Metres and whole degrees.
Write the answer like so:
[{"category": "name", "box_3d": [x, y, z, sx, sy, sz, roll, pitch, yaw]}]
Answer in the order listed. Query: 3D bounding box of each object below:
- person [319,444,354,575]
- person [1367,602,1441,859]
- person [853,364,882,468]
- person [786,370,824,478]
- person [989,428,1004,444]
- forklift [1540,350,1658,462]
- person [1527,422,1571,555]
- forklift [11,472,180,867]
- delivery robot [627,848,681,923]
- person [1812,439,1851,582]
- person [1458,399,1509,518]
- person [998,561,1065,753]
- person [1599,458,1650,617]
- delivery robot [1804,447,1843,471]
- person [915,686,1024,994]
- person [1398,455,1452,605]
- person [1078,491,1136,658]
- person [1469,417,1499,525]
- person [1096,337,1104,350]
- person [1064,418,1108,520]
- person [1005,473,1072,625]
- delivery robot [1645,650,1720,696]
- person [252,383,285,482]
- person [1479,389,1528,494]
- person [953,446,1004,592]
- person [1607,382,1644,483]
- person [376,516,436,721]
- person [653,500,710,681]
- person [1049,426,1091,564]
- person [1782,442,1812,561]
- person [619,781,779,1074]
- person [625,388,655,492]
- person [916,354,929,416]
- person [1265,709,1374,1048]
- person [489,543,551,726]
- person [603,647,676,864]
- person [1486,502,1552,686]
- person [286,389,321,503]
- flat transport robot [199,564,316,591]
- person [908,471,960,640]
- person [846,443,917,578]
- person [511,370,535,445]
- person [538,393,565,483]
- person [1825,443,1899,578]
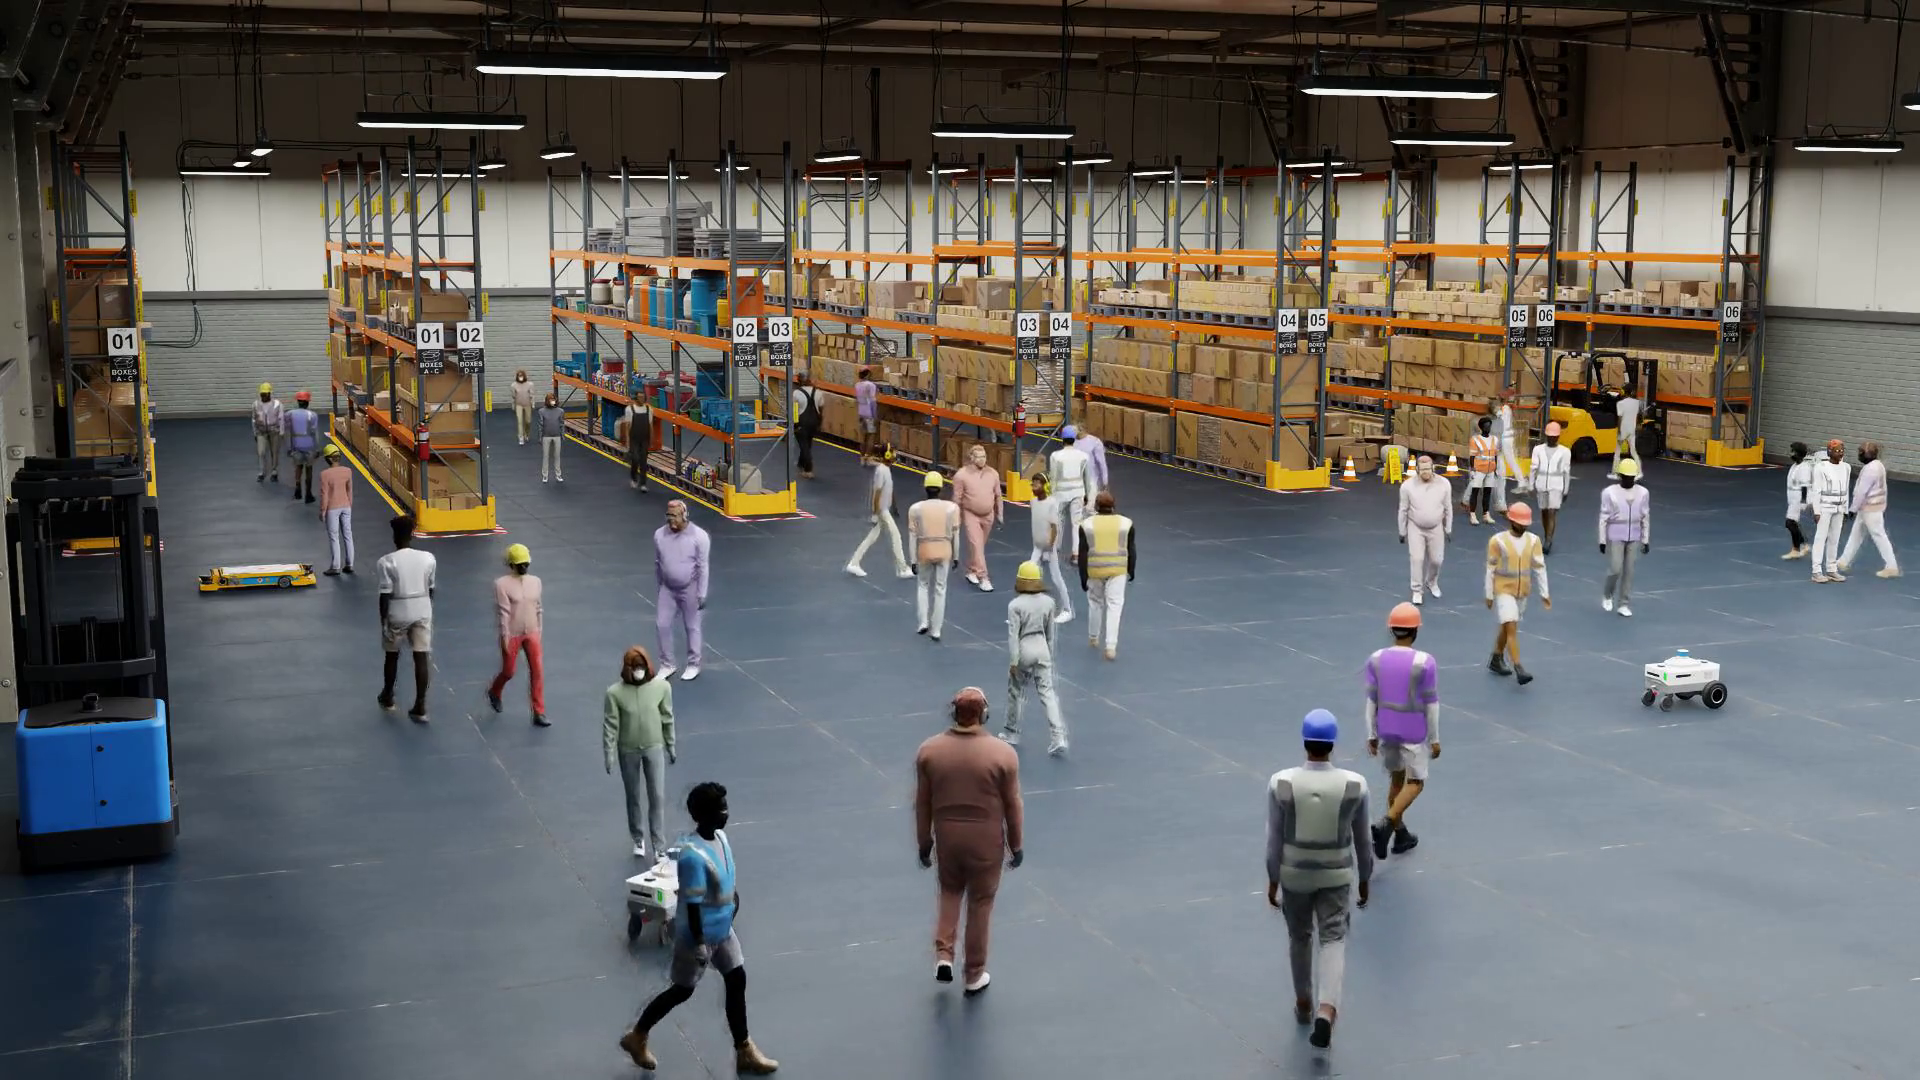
[{"category": "person", "box_3d": [-8.404, -0.412, 28.195, 0.321, 1.761, 0.522, 6, 10, 34]}, {"category": "person", "box_3d": [3.239, 1.417, 15.485, 0.557, 1.918, 0.764, 8, 11, 42]}, {"category": "person", "box_3d": [-1.800, -2.416, 40.796, 0.391, 2.002, 0.723, -7, 11, -41]}, {"category": "person", "box_3d": [-2.975, -2.193, 39.272, 0.702, 2.000, 0.984, -6, 11, -36]}, {"category": "person", "box_3d": [0.764, -2.849, 44.239, 0.591, 1.821, 0.412, -2, 9, -11]}, {"category": "forklift", "box_3d": [12.897, -2.725, 42.309, 2.313, 2.155, 1.214, -3, 9, -21]}, {"category": "person", "box_3d": [8.476, -0.762, 30.109, 0.544, 1.890, 0.996, 5, 10, 30]}, {"category": "forklift", "box_3d": [-6.630, 0.886, 15.957, 1.129, 2.768, 1.873, -3, 9, -21]}, {"category": "delivery robot", "box_3d": [-1.891, 2.297, 13.956, 0.477, 0.478, 0.707, 6, 10, 33]}, {"category": "person", "box_3d": [11.495, -0.388, 27.621, 0.578, 1.883, 0.353, -3, 9, -21]}, {"category": "person", "box_3d": [8.542, -1.343, 33.910, 0.635, 1.906, 0.973, -7, 11, -39]}, {"category": "person", "box_3d": [0.663, 1.038, 18.724, 0.497, 1.703, 0.890, -4, 10, -27]}, {"category": "person", "box_3d": [8.000, -0.034, 25.179, 0.585, 1.912, 0.409, -1, 9, -6]}, {"category": "delivery robot", "box_3d": [16.167, -1.491, 39.209, 0.707, 0.478, 0.477, -3, 9, -21]}, {"category": "person", "box_3d": [0.073, 1.828, 12.810, 0.660, 1.890, 0.425, 3, 9, 17]}, {"category": "person", "box_3d": [5.779, -0.145, 26.045, 0.670, 1.872, 0.605, 1, 9, 5]}, {"category": "person", "box_3d": [1.613, 0.358, 22.985, 0.636, 1.788, 0.982, 1, 9, 4]}, {"category": "person", "box_3d": [8.232, -1.090, 32.918, 0.537, 1.696, 0.317, -3, 9, -21]}, {"category": "person", "box_3d": [3.726, -4.456, 55.090, 0.919, 1.785, 0.589, -1, 9, -7]}, {"category": "person", "box_3d": [1.831, -0.823, 30.501, 0.730, 1.893, 0.434, 7, 11, 40]}, {"category": "person", "box_3d": [0.988, 0.111, 24.564, 1.023, 1.816, 0.532, -8, 12, -43]}, {"category": "delivery robot", "box_3d": [7.063, 1.317, 20.489, 0.707, 0.478, 0.477, -3, 9, -21]}, {"category": "person", "box_3d": [-12.658, -1.955, 38.298, 0.588, 1.802, 0.840, -2, 9, -11]}, {"category": "person", "box_3d": [9.526, -1.727, 36.732, 0.991, 1.834, 0.616, 1, 9, 6]}, {"category": "person", "box_3d": [0.248, -0.303, 27.157, 0.659, 1.860, 0.980, -4, 10, -26]}, {"category": "person", "box_3d": [12.287, -1.986, 38.488, 0.525, 1.834, 0.977, -2, 9, -13]}, {"category": "person", "box_3d": [-5.334, 0.723, 20.056, 0.596, 1.922, 0.907, -5, 10, -33]}, {"category": "person", "box_3d": [-2.885, 0.529, 21.486, 0.662, 1.883, 0.675, 2, 9, 16]}, {"category": "person", "box_3d": [1.519, -0.648, 29.295, 0.649, 1.890, 0.999, -2, 9, -12]}, {"category": "person", "box_3d": [11.681, -0.536, 29.270, 0.377, 1.677, 0.551, 1, 9, 5]}, {"category": "person", "box_3d": [-1.471, 2.132, 11.557, 0.853, 1.663, 0.538, 2, 9, 14]}, {"category": "person", "box_3d": [-5.639, -1.763, 36.935, 0.537, 1.835, 0.400, -4, 9, -25]}, {"category": "person", "box_3d": [-0.804, -3.990, 51.843, 0.646, 1.821, 0.435, 1, 9, 8]}, {"category": "person", "box_3d": [2.069, 1.931, 12.064, 0.619, 1.917, 0.872, 1, 9, 9]}, {"category": "person", "box_3d": [-4.192, 0.862, 19.786, 0.516, 1.728, 0.762, -7, 11, -40]}, {"category": "person", "box_3d": [-2.344, 1.588, 15.354, 0.530, 1.596, 0.785, -2, 9, -12]}, {"category": "person", "box_3d": [5.723, 0.535, 21.514, 0.582, 1.866, 1.020, -2, 9, -12]}, {"category": "person", "box_3d": [-11.129, -1.598, 35.554, 0.571, 1.922, 0.402, 0, 9, 3]}, {"category": "flat transport robot", "box_3d": [-9.181, 0.476, 27.349, 1.431, 0.197, 0.652, -3, 9, -21]}, {"category": "person", "box_3d": [-0.299, 0.169, 23.816, 0.586, 1.907, 0.504, 0, 9, -3]}, {"category": "person", "box_3d": [-1.059, -0.401, 27.988, 1.001, 1.817, 0.487, 0, 9, -1]}, {"category": "person", "box_3d": [-9.408, -2.873, 45.079, 0.510, 1.613, 0.608, -2, 9, -15]}, {"category": "person", "box_3d": [-7.484, -1.877, 38.373, 0.502, 1.633, 0.280, -3, 9, -21]}, {"category": "person", "box_3d": [12.182, -0.405, 28.071, 0.956, 1.796, 0.628, 4, 10, 27]}]
